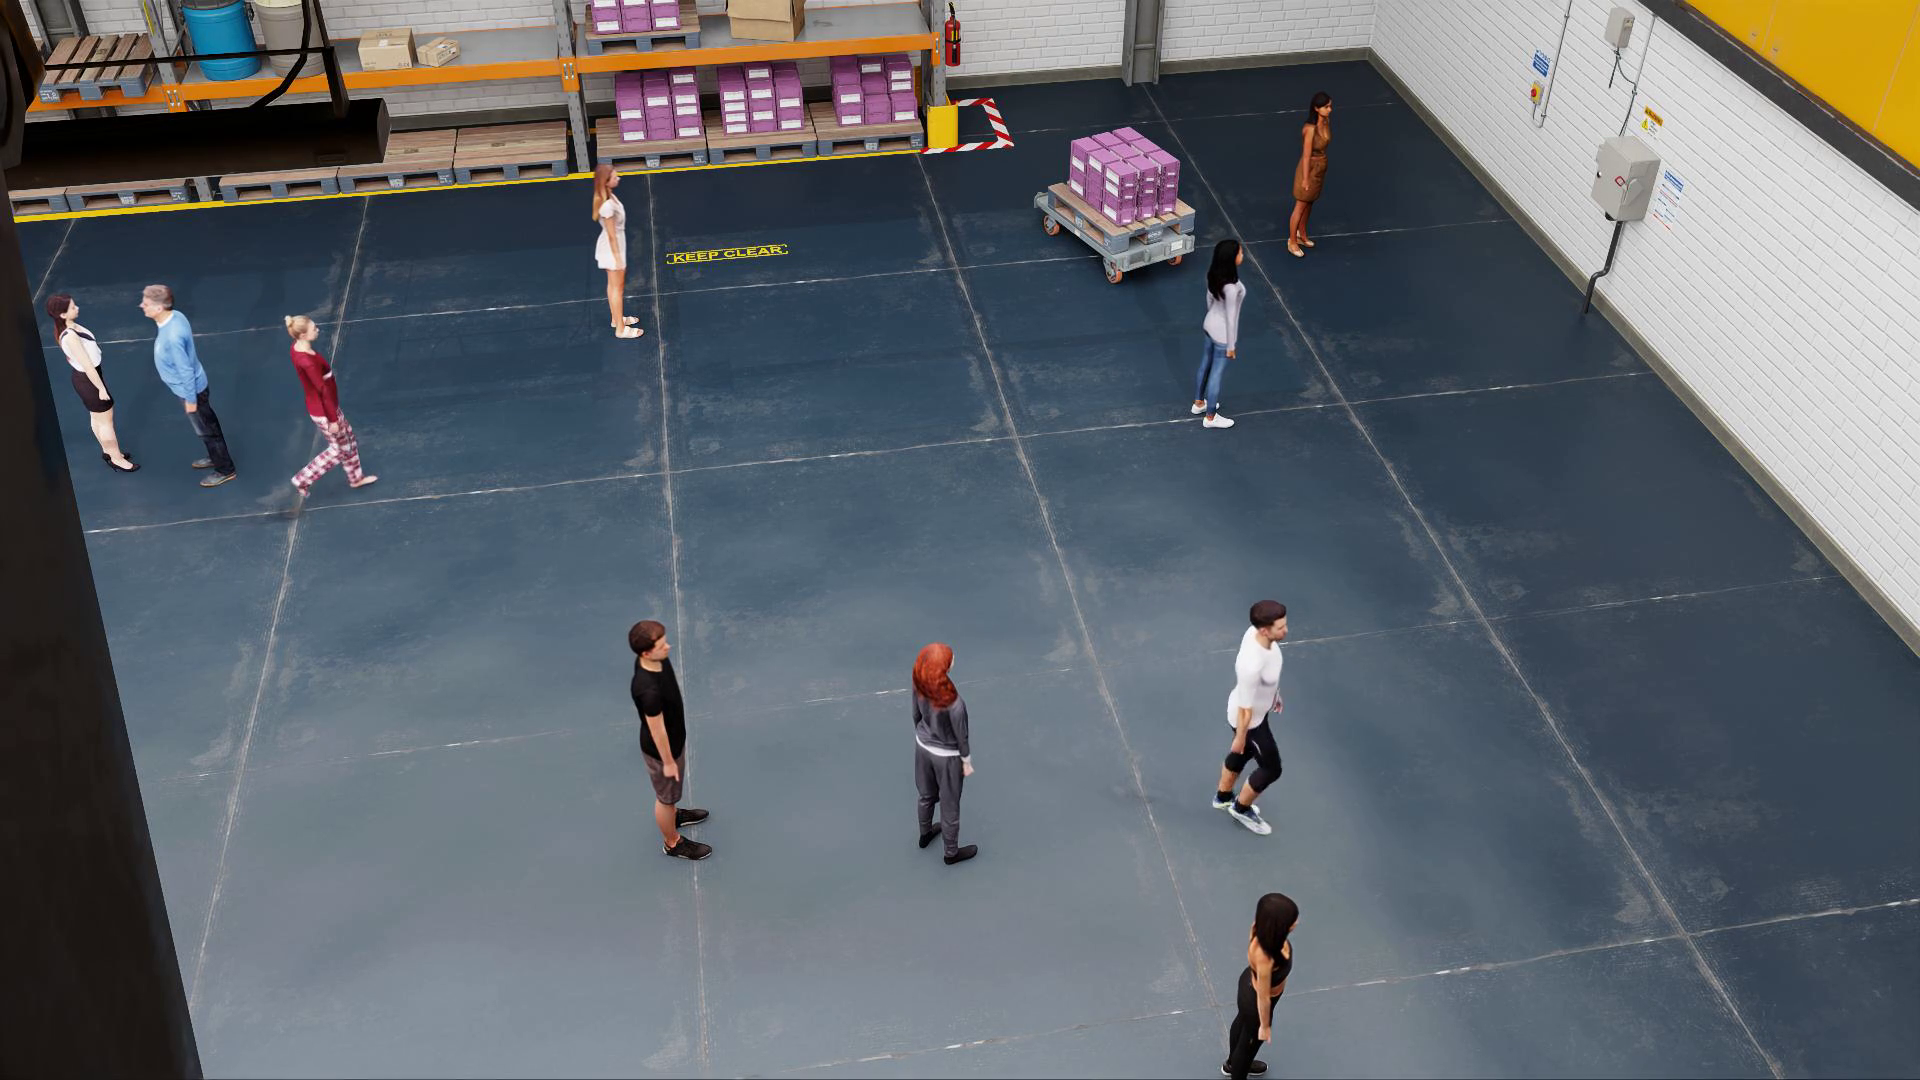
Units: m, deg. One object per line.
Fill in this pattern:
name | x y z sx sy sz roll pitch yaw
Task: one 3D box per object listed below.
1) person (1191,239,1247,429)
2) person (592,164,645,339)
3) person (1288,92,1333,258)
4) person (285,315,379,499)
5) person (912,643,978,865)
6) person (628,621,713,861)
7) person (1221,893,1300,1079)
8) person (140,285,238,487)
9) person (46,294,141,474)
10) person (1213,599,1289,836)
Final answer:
person | 2.196 -1.765 14.132 0.543 1.735 0.626 -10 40 -12
person | -3.196 -2.674 15.301 0.568 1.696 0.575 -9 39 -11
person | 3.487 -3.646 16.524 0.698 1.689 0.638 24 44 27
person | -5.143 -1.038 13.261 0.995 1.686 0.831 -23 44 -26
person | -0.121 1.309 10.247 0.656 1.780 0.687 31 48 33
person | -1.846 1.213 10.302 0.569 1.862 0.662 -5 39 -7
person | 1.594 2.450 8.927 0.576 1.643 0.603 4 39 5
person | -6.235 -1.278 13.454 0.662 1.820 0.713 -17 42 -20
person | -7.104 -1.278 13.591 0.649 1.649 0.631 -27 46 -30
person | 1.758 1.068 10.500 0.792 1.840 0.779 10 40 12
